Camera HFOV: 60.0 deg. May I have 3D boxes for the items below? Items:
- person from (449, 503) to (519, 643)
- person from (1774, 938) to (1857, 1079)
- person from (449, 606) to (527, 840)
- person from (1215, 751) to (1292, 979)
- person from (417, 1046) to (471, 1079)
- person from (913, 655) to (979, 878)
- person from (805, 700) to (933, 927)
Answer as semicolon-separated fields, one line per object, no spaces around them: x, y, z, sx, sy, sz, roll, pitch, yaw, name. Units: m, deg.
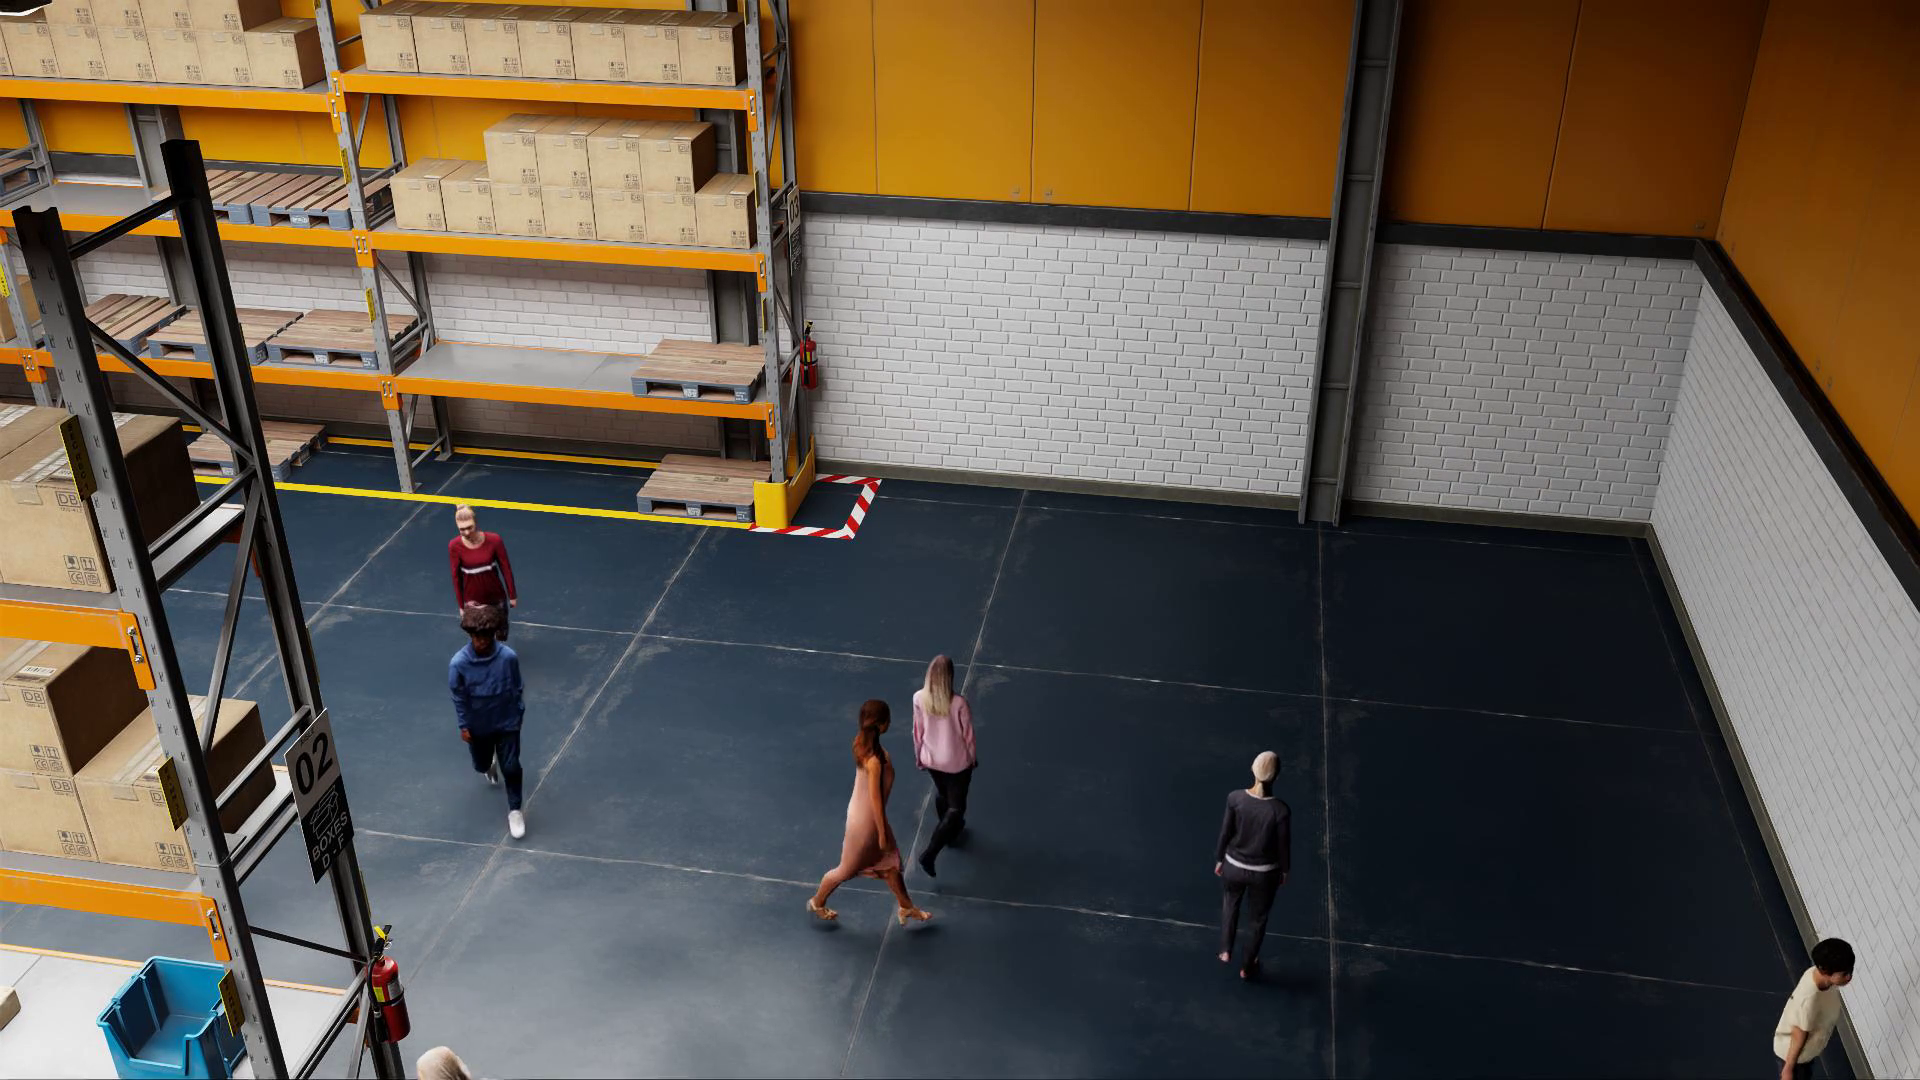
-3.946;0.447;13.766;0.989;1.676;0.996;-12;31;-22;person
4.716;2.873;9.411;0.762;1.586;0.738;15;32;25;person
-3.441;1.259;12.158;1.092;1.789;1.013;-8;30;-15;person
1.845;2.123;10.652;0.629;1.714;0.759;12;31;20;person
-2.490;3.216;8.658;0.595;1.705;0.715;10;30;17;person
-0.126;1.588;11.681;1.038;1.668;0.854;13;31;23;person
-0.711;1.879;11.025;1.161;1.786;0.822;-2;29;-3;person
